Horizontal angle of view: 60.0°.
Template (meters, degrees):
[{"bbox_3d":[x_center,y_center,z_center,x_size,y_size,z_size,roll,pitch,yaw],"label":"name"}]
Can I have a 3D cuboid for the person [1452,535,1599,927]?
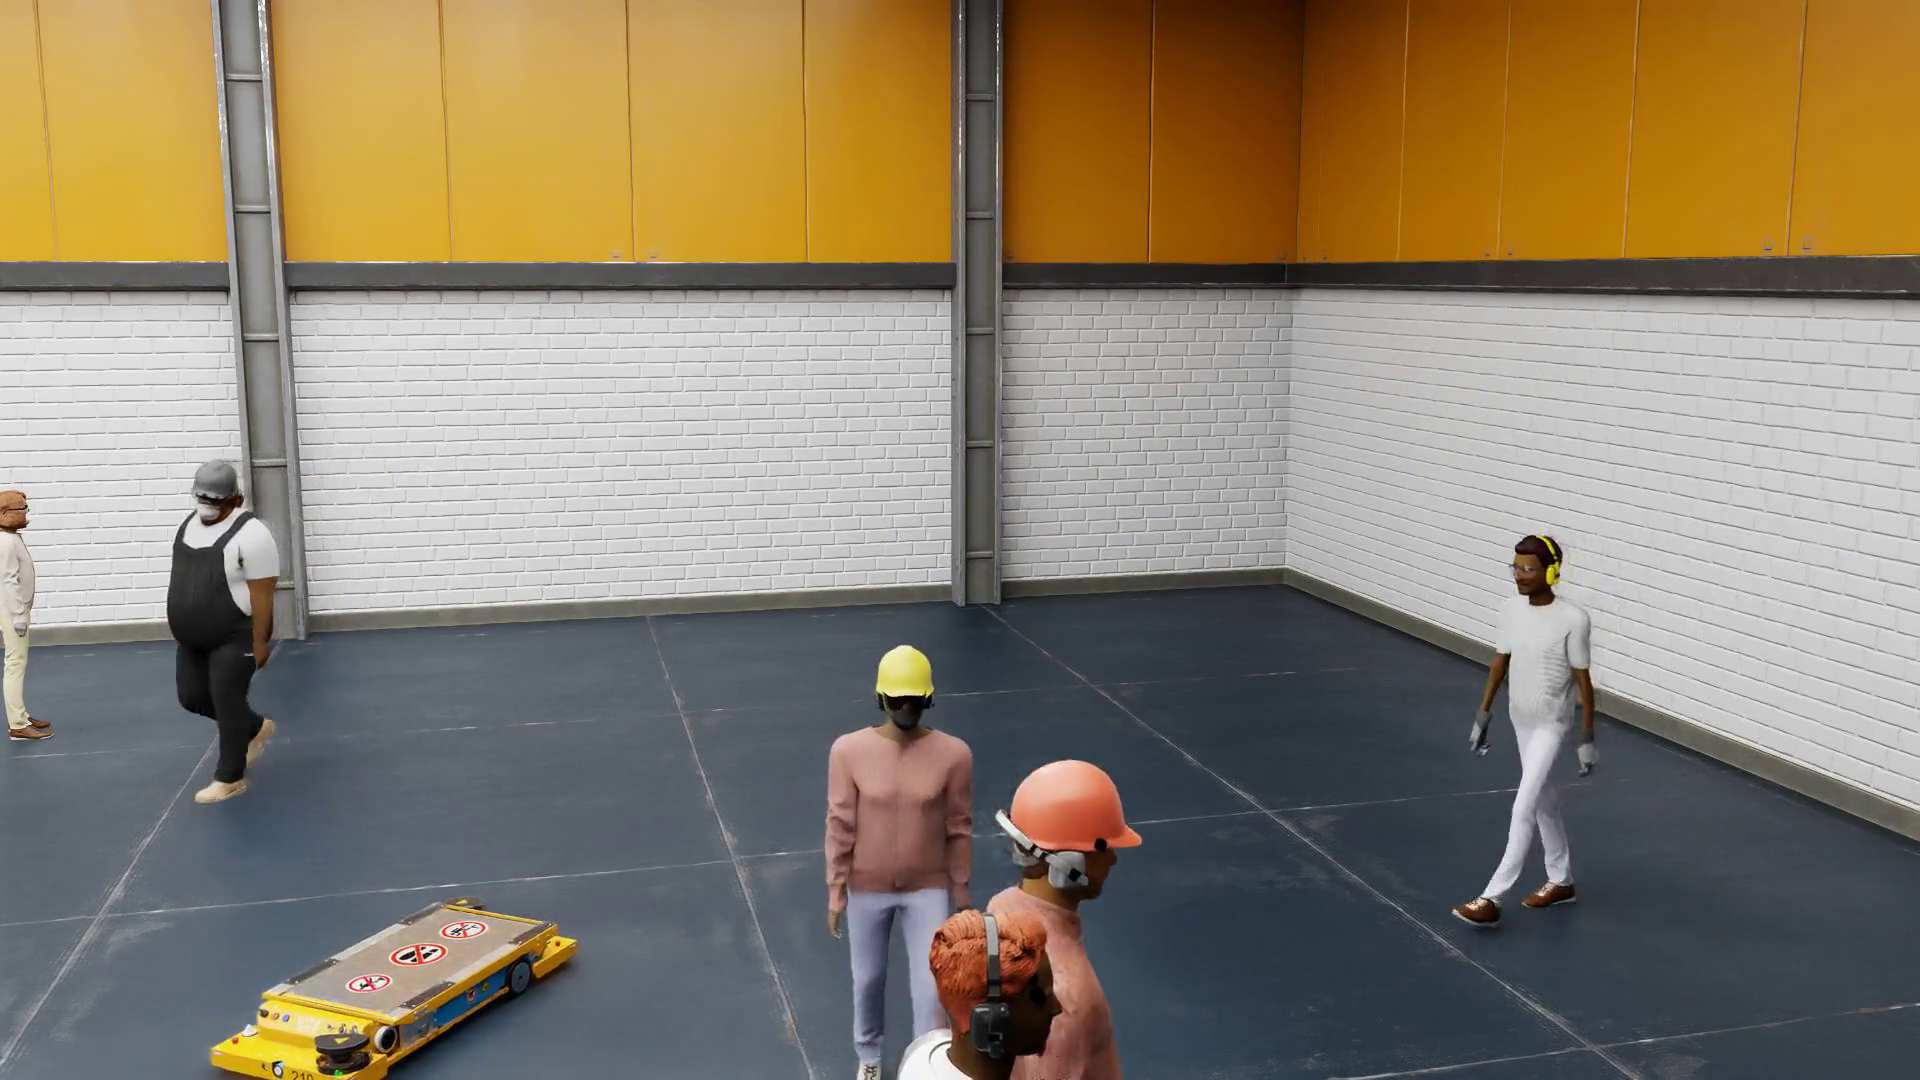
[{"bbox_3d":[2.613,0.889,7.757,0.930,1.825,0.547,-4,10,-25],"label":"person"}]

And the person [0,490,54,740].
[{"bbox_3d":[-6.161,0.484,10.884,0.280,1.634,0.498,-5,10,-28],"label":"person"}]

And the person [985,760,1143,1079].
[{"bbox_3d":[0.157,1.459,3.851,0.940,1.957,0.641,-2,9,-12],"label":"person"}]

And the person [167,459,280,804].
[{"bbox_3d":[-4.247,0.484,9.624,0.706,2.000,0.661,5,10,26],"label":"person"}]

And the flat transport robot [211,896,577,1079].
[{"bbox_3d":[-2.259,1.818,6.803,0.652,0.197,1.431,4,10,22],"label":"flat transport robot"}]

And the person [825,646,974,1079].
[{"bbox_3d":[-0.214,1.232,5.919,0.528,1.776,0.521,-1,9,-4],"label":"person"}]

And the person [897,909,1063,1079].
[{"bbox_3d":[0.043,1.601,3.135,0.344,1.882,0.584,-2,9,-15],"label":"person"}]
